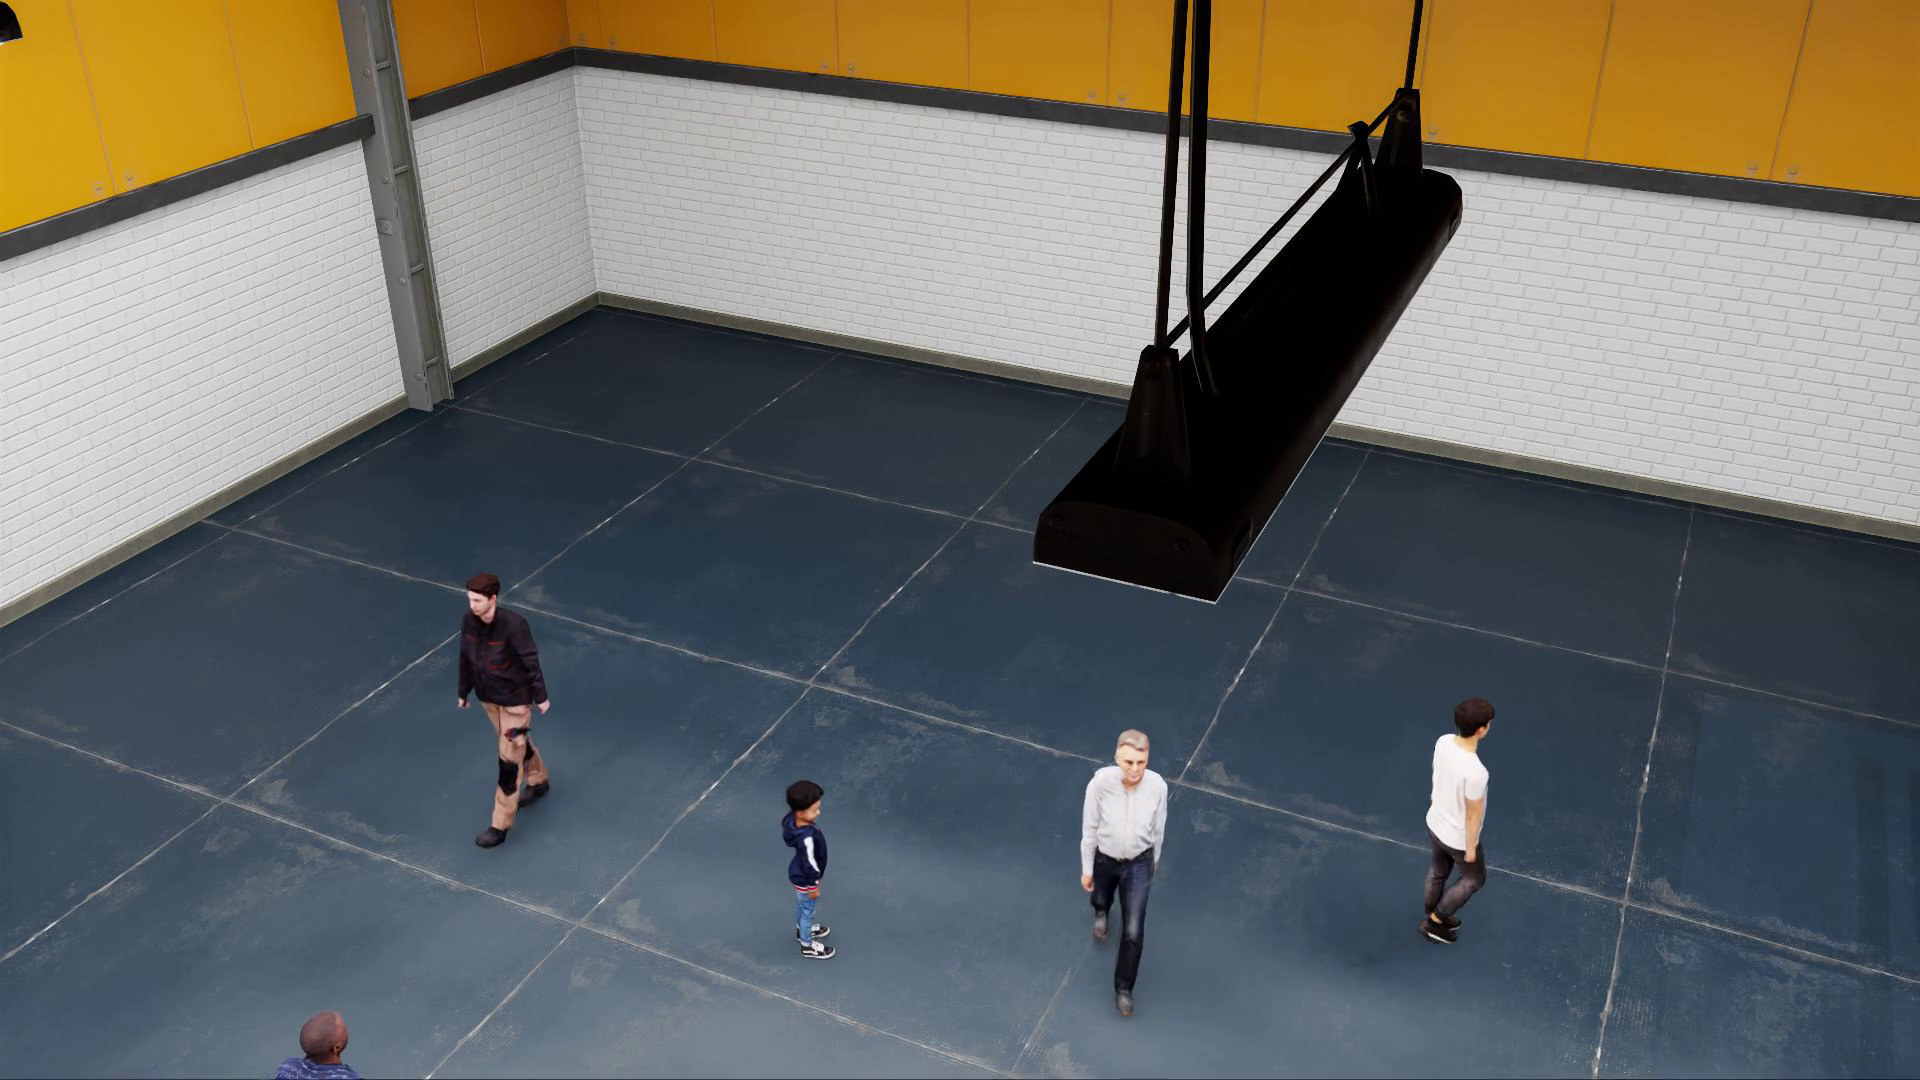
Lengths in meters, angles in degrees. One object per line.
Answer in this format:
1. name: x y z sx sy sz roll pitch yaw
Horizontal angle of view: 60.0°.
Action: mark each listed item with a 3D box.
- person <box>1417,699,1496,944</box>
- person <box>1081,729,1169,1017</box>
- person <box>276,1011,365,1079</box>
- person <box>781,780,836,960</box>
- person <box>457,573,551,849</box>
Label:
1. person: 2.911 1.711 9.971 0.818 1.715 0.741 -7 29 -13
2. person: 0.930 1.806 9.721 0.914 1.788 1.246 3 29 5
3. person: -2.866 2.924 7.659 0.758 1.800 1.016 9 30 15
4. person: -0.928 1.971 10.008 0.657 1.224 0.577 -5 29 -10
5. person: -2.955 1.020 11.055 0.721 1.891 1.081 13 31 22
